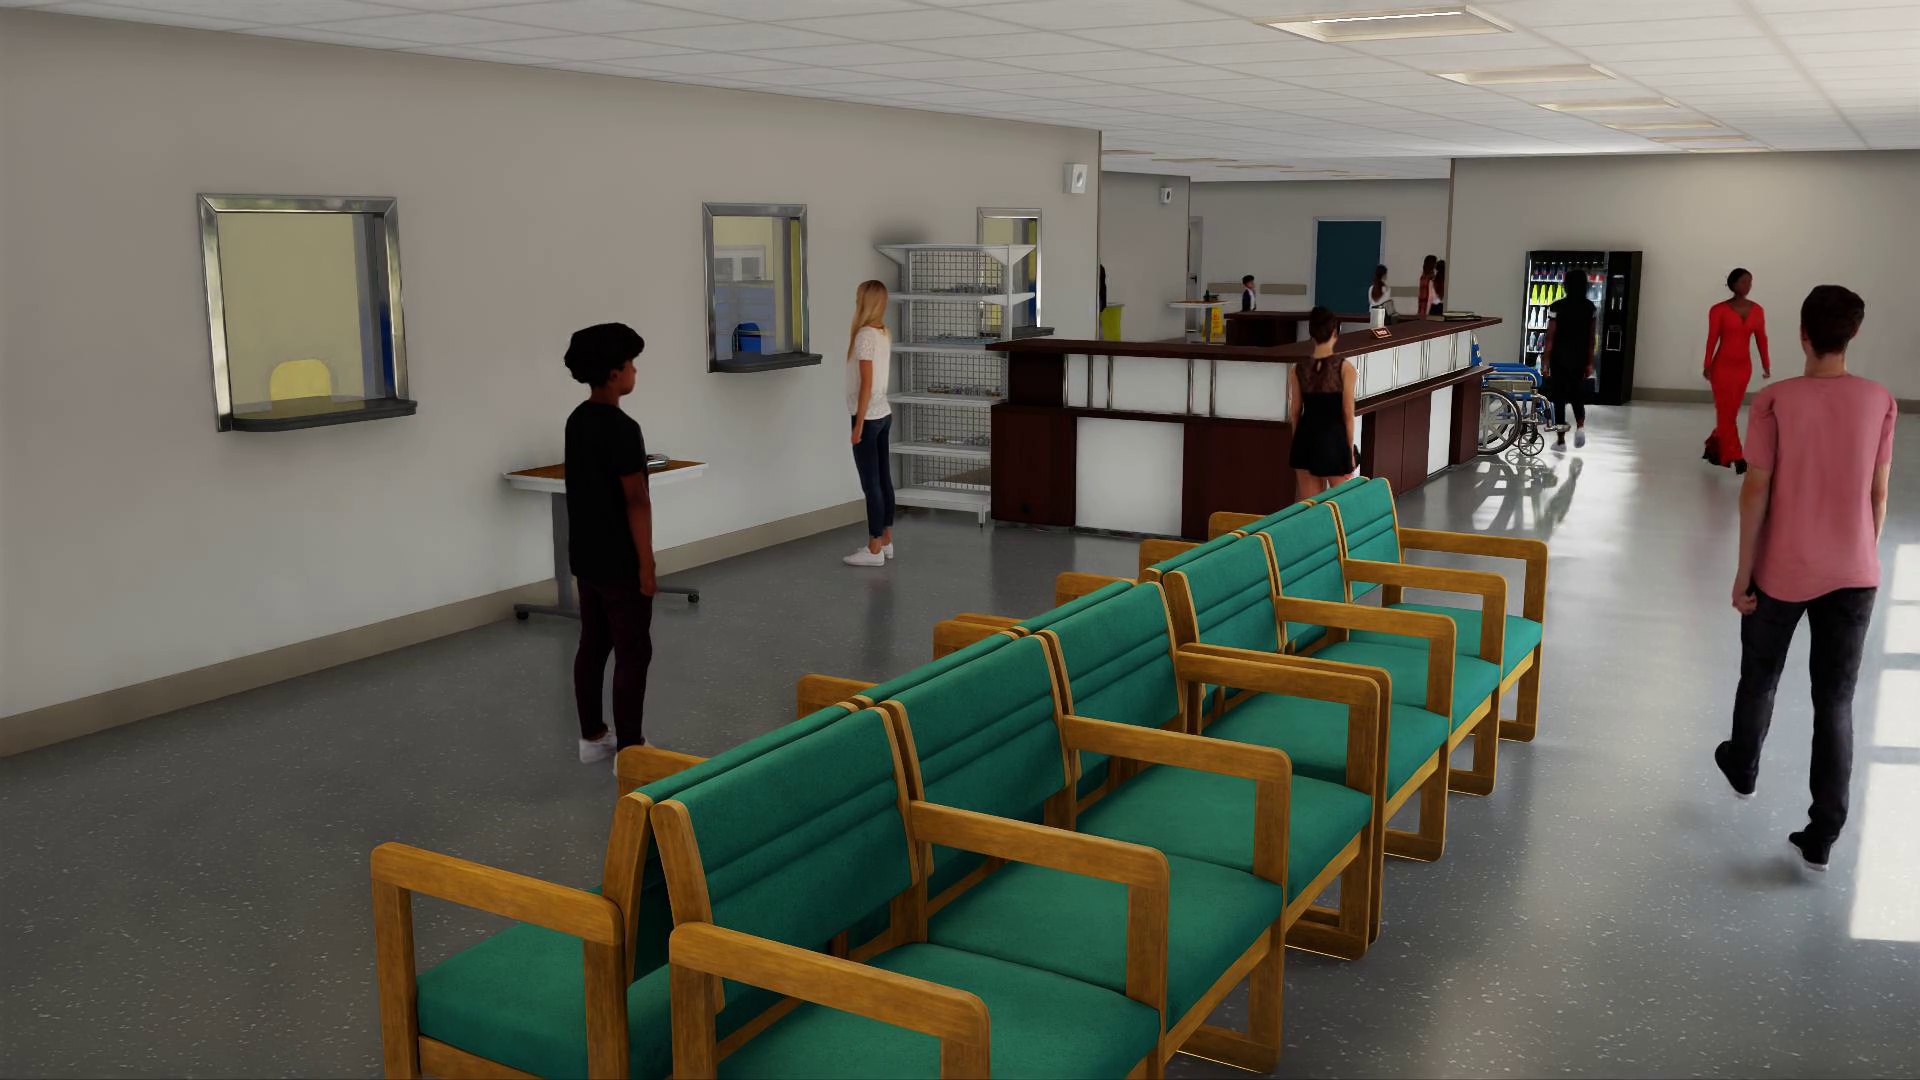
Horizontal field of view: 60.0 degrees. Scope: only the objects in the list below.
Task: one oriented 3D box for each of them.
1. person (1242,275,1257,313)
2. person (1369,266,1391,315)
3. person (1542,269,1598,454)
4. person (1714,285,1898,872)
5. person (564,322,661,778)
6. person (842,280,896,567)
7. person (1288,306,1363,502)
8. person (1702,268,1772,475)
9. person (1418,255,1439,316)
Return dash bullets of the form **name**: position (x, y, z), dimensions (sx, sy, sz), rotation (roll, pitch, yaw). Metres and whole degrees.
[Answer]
- **person**: position (5.333, -4.316, 31.053), dimensions (0.832, 1.197, 0.547), rotation (8, 13, 35)
- **person**: position (6.122, -3.247, 24.527), dimensions (0.917, 1.530, 0.680), rotation (9, 14, 40)
- **person**: position (5.786, -1.674, 15.705), dimensions (0.772, 1.728, 0.830), rotation (0, 11, -2)
- **person**: position (2.877, 0.162, 5.561), dimensions (1.214, 1.903, 0.989), rotation (2, 11, 11)
- **person**: position (-1.381, 0.029, 6.584), dimensions (0.746, 1.782, 0.585), rotation (-10, 15, -43)
- **person**: position (-0.556, -0.749, 10.612), dimensions (0.585, 1.809, 0.648), rotation (3, 11, 15)
- **person**: position (2.116, -0.533, 9.862), dimensions (0.570, 1.665, 0.651), rotation (7, 13, 34)
- **person**: position (6.661, -1.437, 14.440), dimensions (1.215, 1.735, 1.150), rotation (-1, 11, -5)
- **person**: position (6.973, -3.421, 25.009), dimensions (0.770, 1.693, 0.729), rotation (-1, 11, -7)
